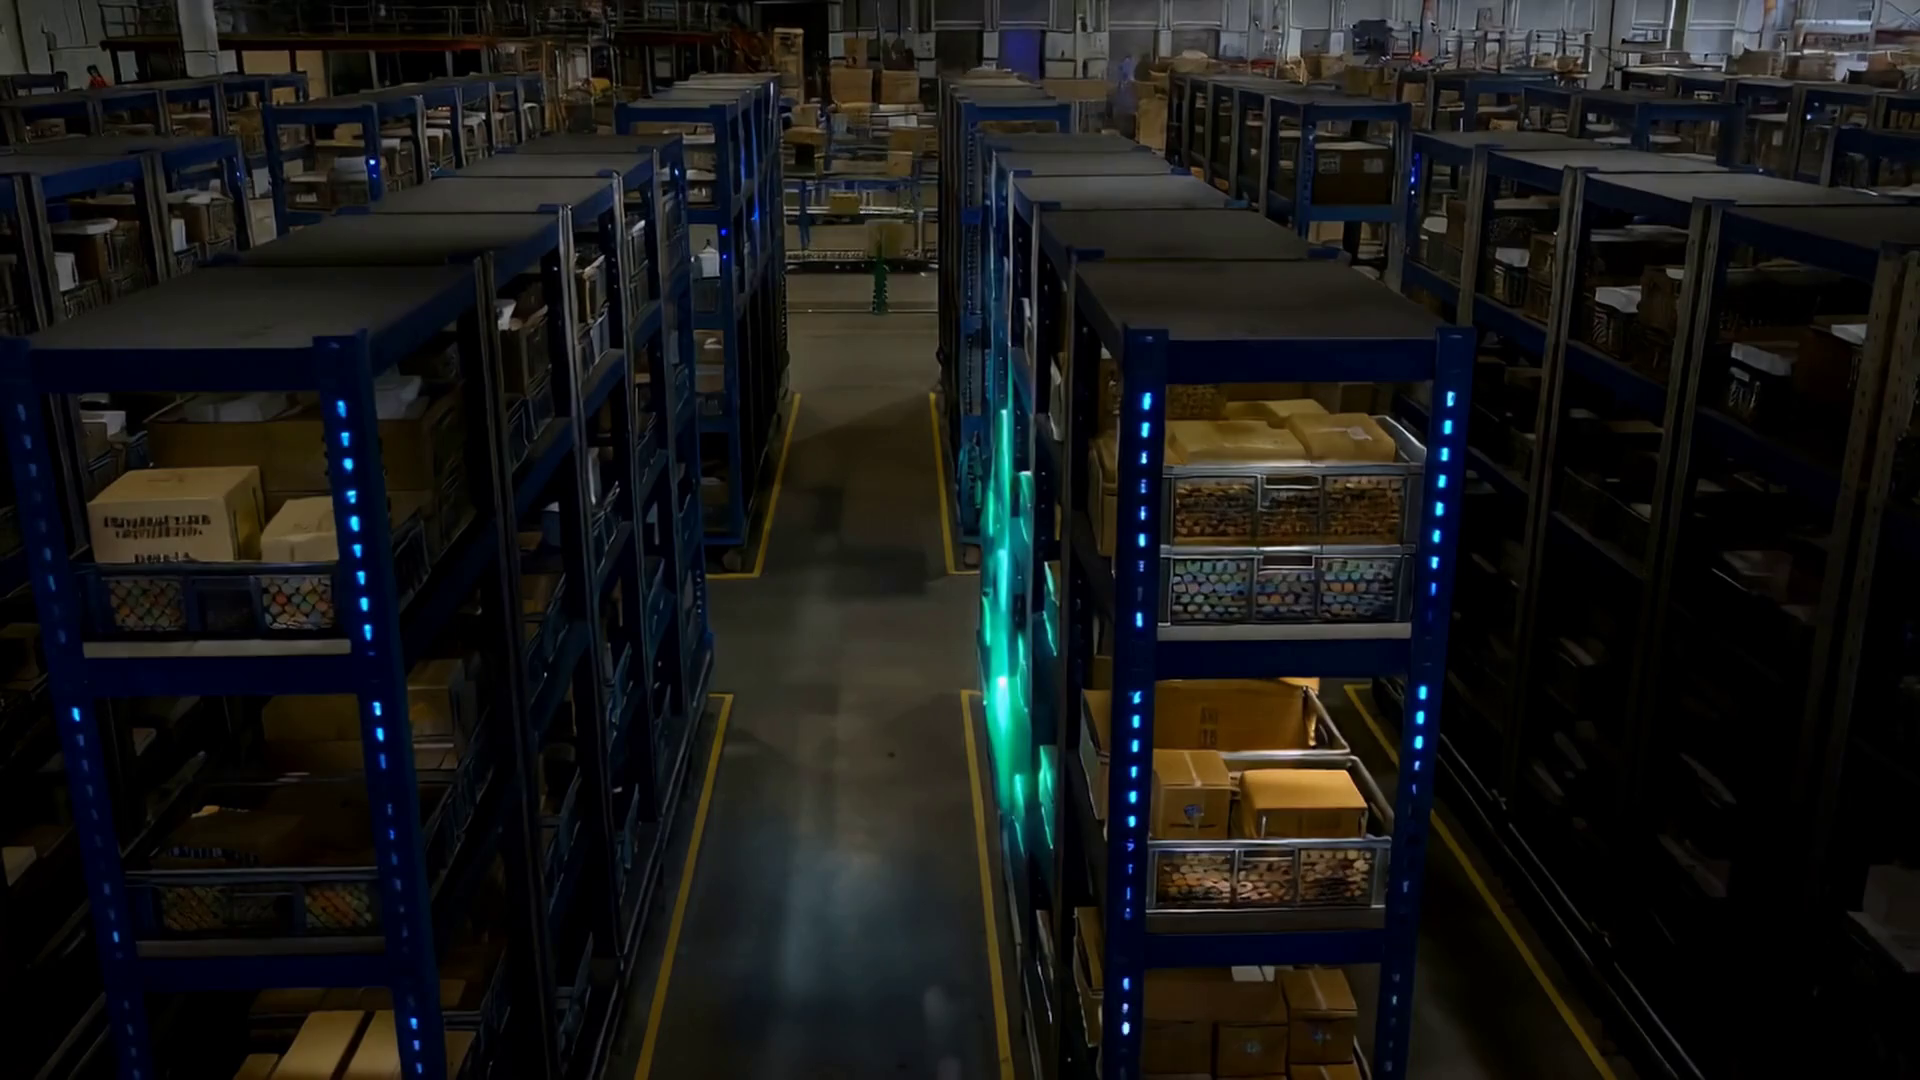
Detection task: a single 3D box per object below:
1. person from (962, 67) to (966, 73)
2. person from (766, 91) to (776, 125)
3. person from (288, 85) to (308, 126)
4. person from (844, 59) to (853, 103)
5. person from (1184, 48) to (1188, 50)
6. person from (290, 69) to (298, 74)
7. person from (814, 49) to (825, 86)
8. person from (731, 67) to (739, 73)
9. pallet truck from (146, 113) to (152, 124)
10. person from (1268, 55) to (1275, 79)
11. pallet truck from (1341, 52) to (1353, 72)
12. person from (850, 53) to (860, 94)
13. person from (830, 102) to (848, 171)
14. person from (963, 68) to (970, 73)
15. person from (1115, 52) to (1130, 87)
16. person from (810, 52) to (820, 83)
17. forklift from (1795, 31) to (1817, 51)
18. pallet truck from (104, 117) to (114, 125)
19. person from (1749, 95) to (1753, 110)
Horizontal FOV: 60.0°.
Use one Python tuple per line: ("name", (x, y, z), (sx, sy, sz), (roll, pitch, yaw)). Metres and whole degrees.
("person", (0.210, -17.596, 65.294), (0.814, 1.909, 0.654), (8, 20, 23))
("person", (-6.280, -13.904, 54.129), (0.884, 1.718, 0.555), (3, 18, 10))
("person", (-22.981, -15.153, 57.752), (0.575, 1.882, 0.361), (-13, 22, -34))
("person", (-4.627, -19.110, 69.771), (0.453, 2.036, 0.632), (-3, 18, -8))
("person", (11.928, -24.909, 87.762), (0.395, 1.993, 0.614), (-12, 22, -33))
("person", (-25.023, -16.758, 62.648), (0.381, 1.924, 0.593), (-16, 24, -41))
("person", (-7.575, -25.412, 89.437), (0.609, 1.927, 1.071), (3, 18, 9))
("person", (-8.736, -17.386, 64.594), (0.400, 1.923, 0.577), (-5, 19, -16))
("pallet truck", (-18.087, -8.309, 36.390), (1.885, 1.965, 0.823), (-1, 18, -4))
("person", (15.072, -22.588, 80.784), (0.310, 1.868, 0.533), (13, 22, 36))
("pallet truck", (18.794, -23.123, 82.231), (0.823, 1.965, 1.885), (-13, 22, -35))
("person", (-5.185, -22.975, 81.882), (0.391, 1.935, 0.549), (9, 20, 25))
("person", (-3.129, -10.390, 43.044), (0.517, 1.864, 0.334), (-9, 20, -27))
("person", (0.222, -16.472, 61.580), (1.009, 2.000, 0.695), (6, 19, 17))
("person", (8.594, -24.703, 87.421), (0.811, 1.816, 0.636), (6, 19, 17))
("person", (-8.093, -26.364, 92.775), (0.484, 1.679, 0.534), (-6, 19, -18))
("forklift", (45.898, -26.250, 90.495), (1.129, 2.768, 1.873), (-1, 18, -2))
("pallet truck", (-18.367, -7.885, 35.078), (1.885, 1.965, 0.823), (1, 18, 2))
("person", (29.585, -16.461, 62.131), (0.391, 1.684, 0.541), (7, 19, 22))
